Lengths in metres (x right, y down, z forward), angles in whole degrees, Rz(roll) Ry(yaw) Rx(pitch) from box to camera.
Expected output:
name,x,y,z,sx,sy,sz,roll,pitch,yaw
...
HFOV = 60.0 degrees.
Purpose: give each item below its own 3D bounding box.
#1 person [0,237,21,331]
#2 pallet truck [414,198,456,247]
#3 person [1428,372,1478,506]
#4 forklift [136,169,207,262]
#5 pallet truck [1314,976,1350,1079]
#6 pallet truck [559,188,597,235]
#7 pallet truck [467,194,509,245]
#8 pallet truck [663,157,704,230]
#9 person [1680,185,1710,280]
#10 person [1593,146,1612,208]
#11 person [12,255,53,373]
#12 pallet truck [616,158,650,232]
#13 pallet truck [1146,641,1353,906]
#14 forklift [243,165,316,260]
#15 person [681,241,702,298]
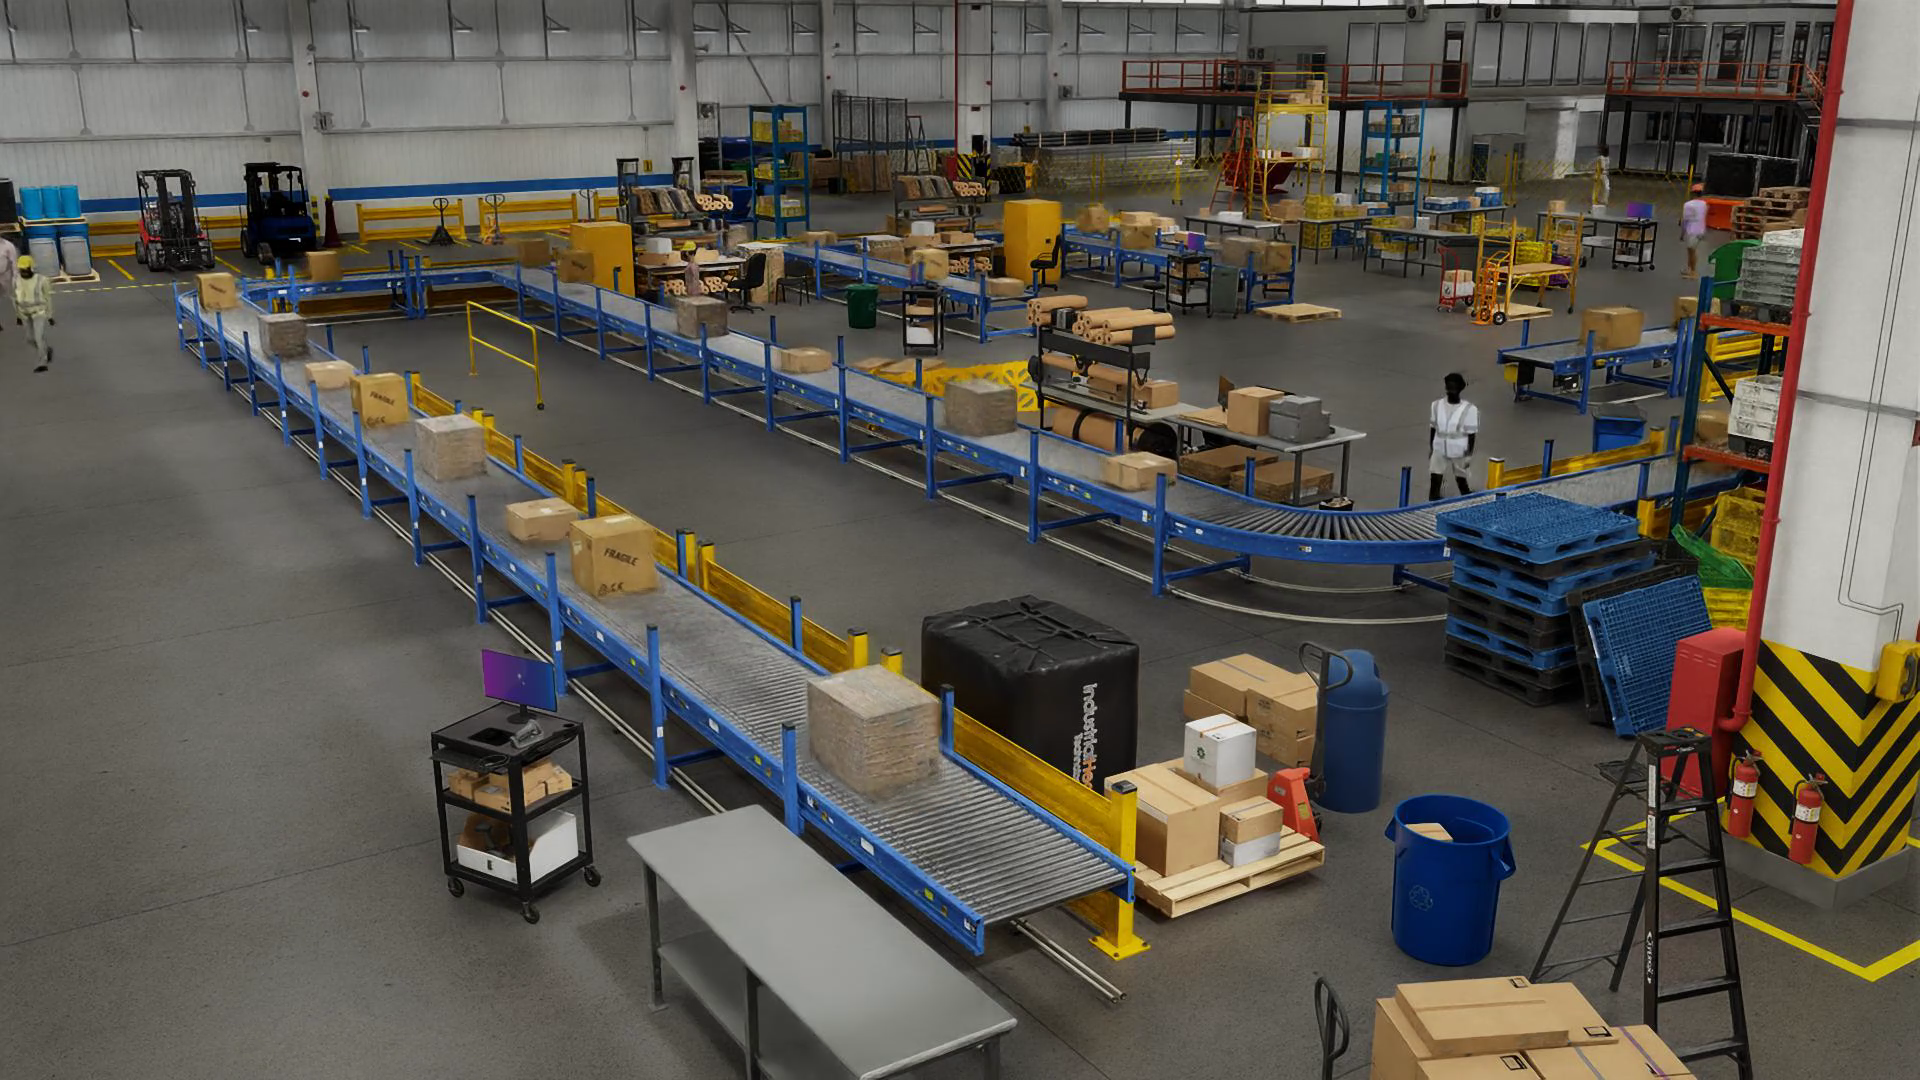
name,x,y,z,sx,sy,sz,roll,pitch,yaw
person,-17.047,-4.693,29.571,0.653,1.870,0.966,-4,17,-13
pallet truck,-13.250,-8.060,41.856,0.680,1.201,1.601,-10,20,-31
person,5.192,-0.956,17.478,0.548,1.667,0.840,13,21,38
forklift,-17.842,-7.318,37.559,1.157,1.987,2.680,-10,20,-31
pallet truck,2.299,2.390,7.086,1.601,1.201,0.680,-2,17,-7
pallet truck,-10.010,-8.652,43.699,0.653,1.274,1.630,-10,20,-31
pallet truck,-11.983,-8.177,42.137,0.704,1.261,1.522,-11,20,-33
pallet truck,-7.586,-9.308,44.692,0.823,1.965,1.885,-11,20,-33
person,15.799,-6.637,35.849,0.634,1.981,0.845,-7,18,-22
person,19.667,-11.047,50.711,0.602,1.854,0.820,-7,18,-21
person,-14.285,-3.515,25.722,0.599,1.819,0.590,1,17,3
pallet truck,-8.918,-9.176,44.255,0.823,1.965,1.885,-9,19,-27
pallet truck,1.664,1.407,10.232,1.630,1.274,0.653,-10,20,-31
forklift,-15.898,-7.669,38.708,1.157,1.987,2.680,-11,20,-33
person,-4.474,-4.101,27.764,0.313,1.767,0.533,-4,17,-13
